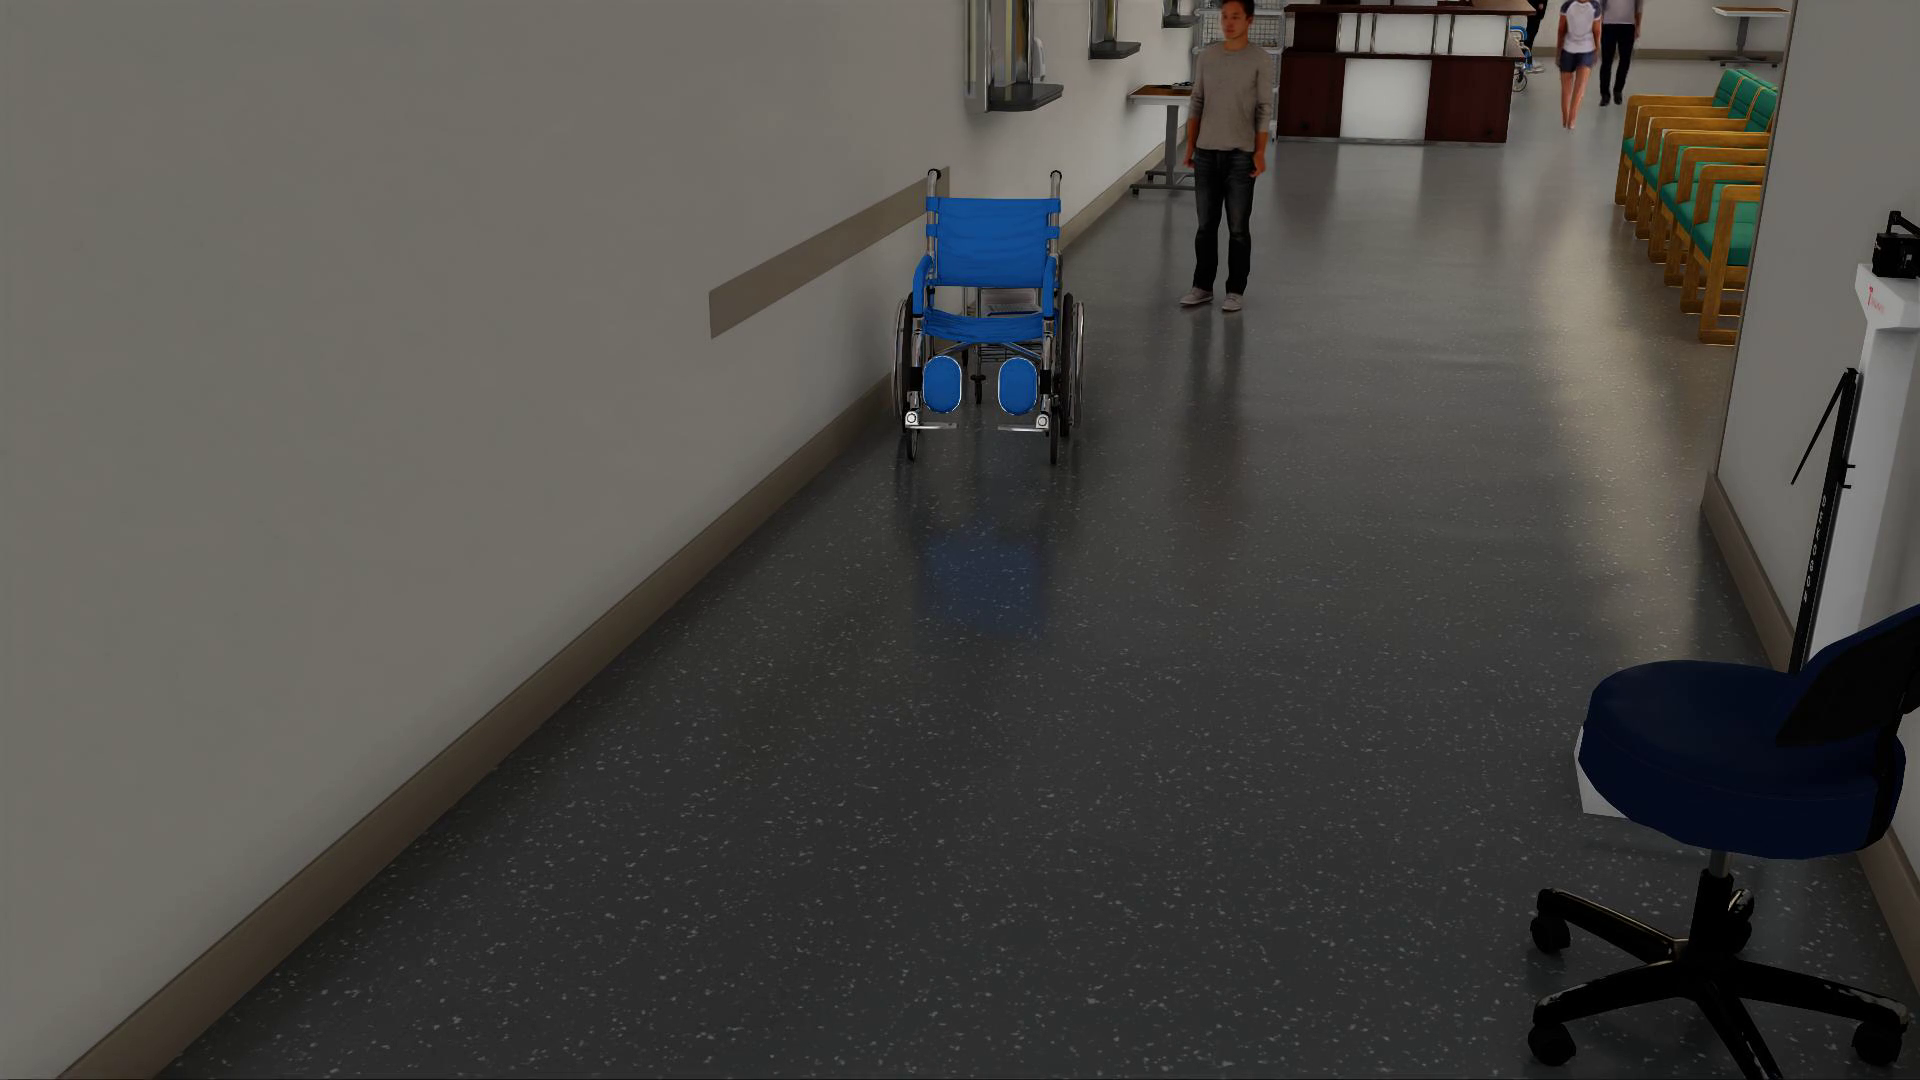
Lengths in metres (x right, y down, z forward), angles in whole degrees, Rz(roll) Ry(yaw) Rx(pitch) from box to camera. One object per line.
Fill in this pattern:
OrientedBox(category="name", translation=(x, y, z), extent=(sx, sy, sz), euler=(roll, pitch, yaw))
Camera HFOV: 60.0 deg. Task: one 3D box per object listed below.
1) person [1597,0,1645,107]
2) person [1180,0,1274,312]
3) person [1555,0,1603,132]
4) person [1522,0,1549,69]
OrientedBox(category="person", translation=(7.888, -6.139, 19.917), extent=(0.638, 1.831, 0.797), euler=(9, 22, 22))
OrientedBox(category="person", translation=(1.566, -2.269, 9.733), extent=(0.579, 1.808, 0.770), euler=(11, 24, 28))
OrientedBox(category="person", translation=(6.470, -5.062, 17.425), extent=(1.002, 1.582, 0.772), euler=(10, 23, 24))
OrientedBox(category="person", translation=(8.640, -8.032, 24.960), extent=(0.557, 1.800, 0.639), euler=(2, 21, 5))
